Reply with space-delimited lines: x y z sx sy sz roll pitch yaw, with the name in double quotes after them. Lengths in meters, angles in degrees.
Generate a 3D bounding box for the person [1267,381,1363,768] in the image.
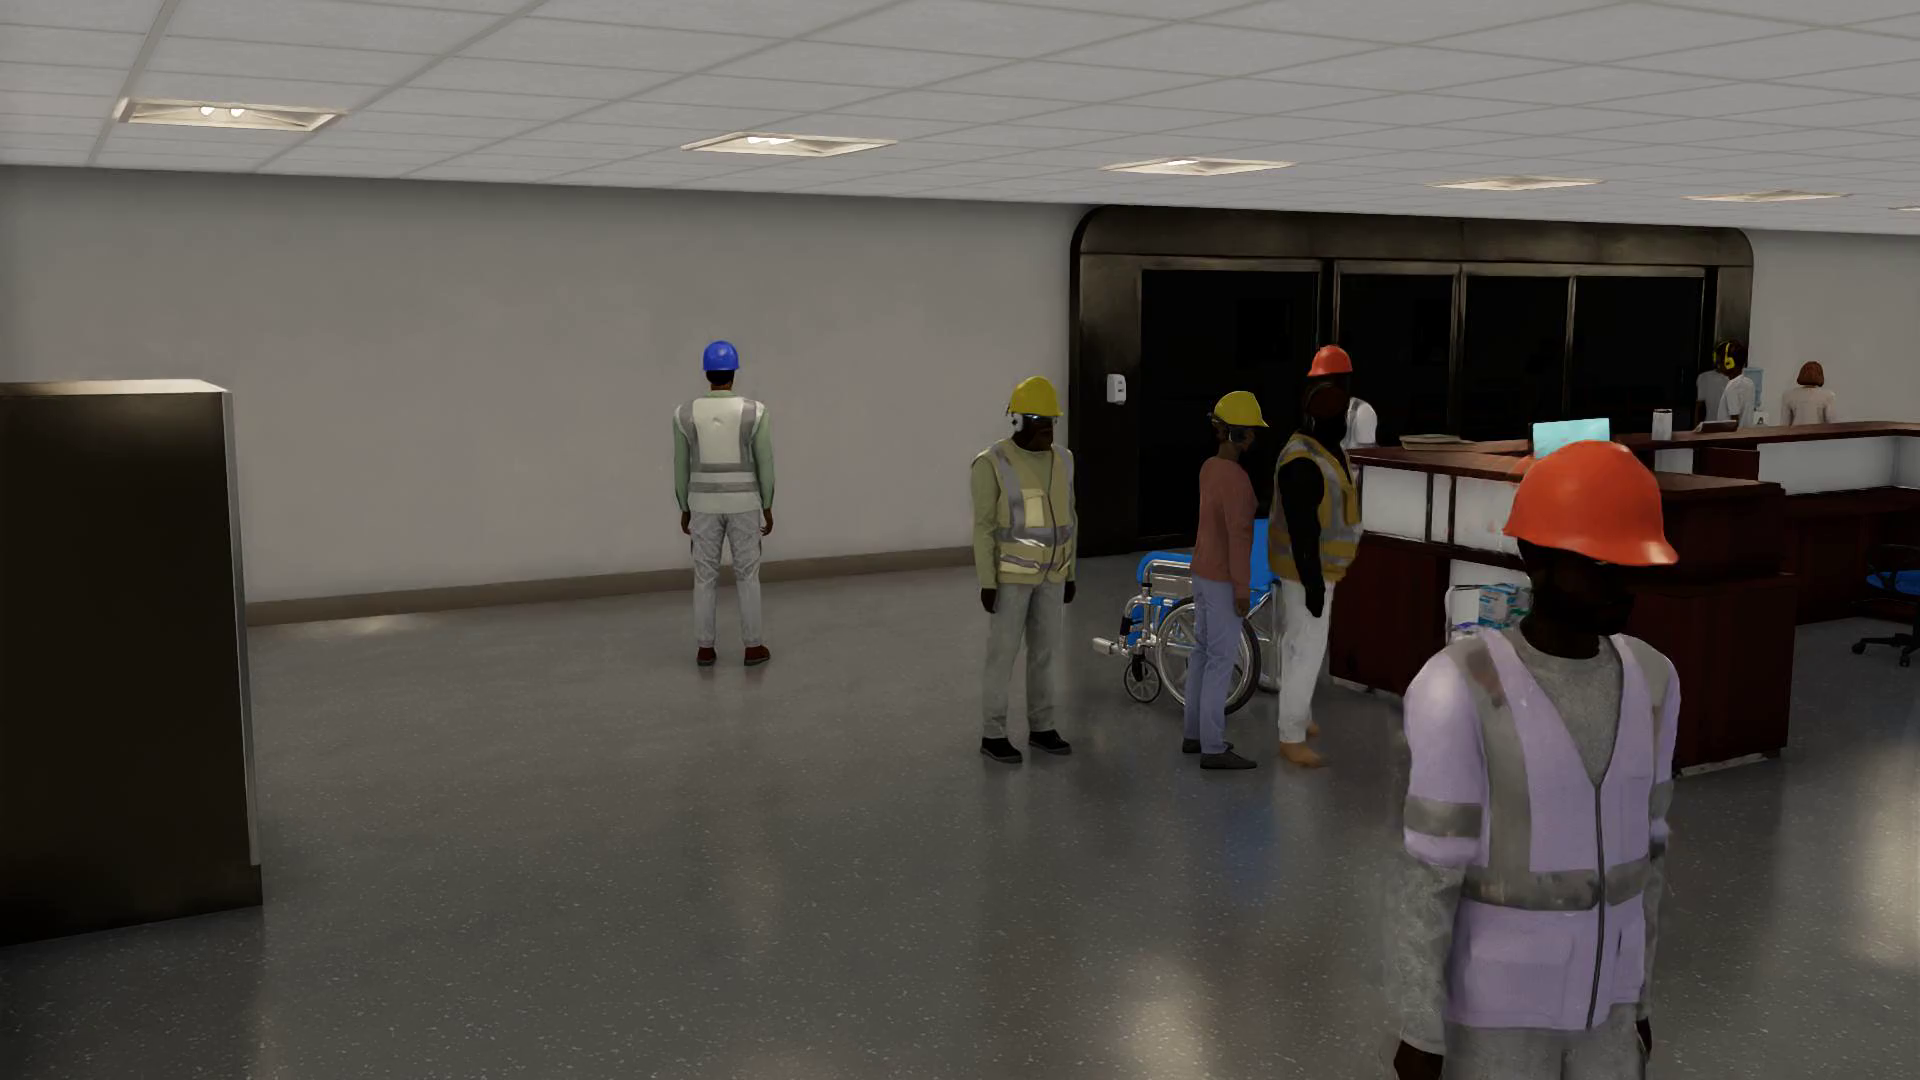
1.691 0.148 7.900 0.433 1.811 0.763 3 8 20 "person"

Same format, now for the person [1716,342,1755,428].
6.496 -0.733 14.021 0.333 1.865 0.520 6 10 39 "person"

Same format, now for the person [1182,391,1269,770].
1.256 0.184 7.780 0.349 1.758 0.522 -1 8 -9 "person"

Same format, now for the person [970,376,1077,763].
0.327 0.142 7.856 0.592 1.825 0.403 -6 10 -35 "person"

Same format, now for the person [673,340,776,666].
-1.399 -0.210 9.922 0.603 1.950 0.380 0 8 1 "person"

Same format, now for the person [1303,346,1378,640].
2.294 -0.263 10.485 0.903 1.894 0.568 -5 9 -30 "person"

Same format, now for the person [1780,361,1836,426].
8.293 -0.932 16.286 0.498 1.634 0.281 6 10 38 "person"

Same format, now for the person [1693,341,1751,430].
7.586 -1.063 16.604 0.523 1.837 0.534 4 9 25 "person"

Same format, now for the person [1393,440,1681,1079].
0.992 0.766 2.978 0.559 1.916 0.673 -3 8 -19 "person"
